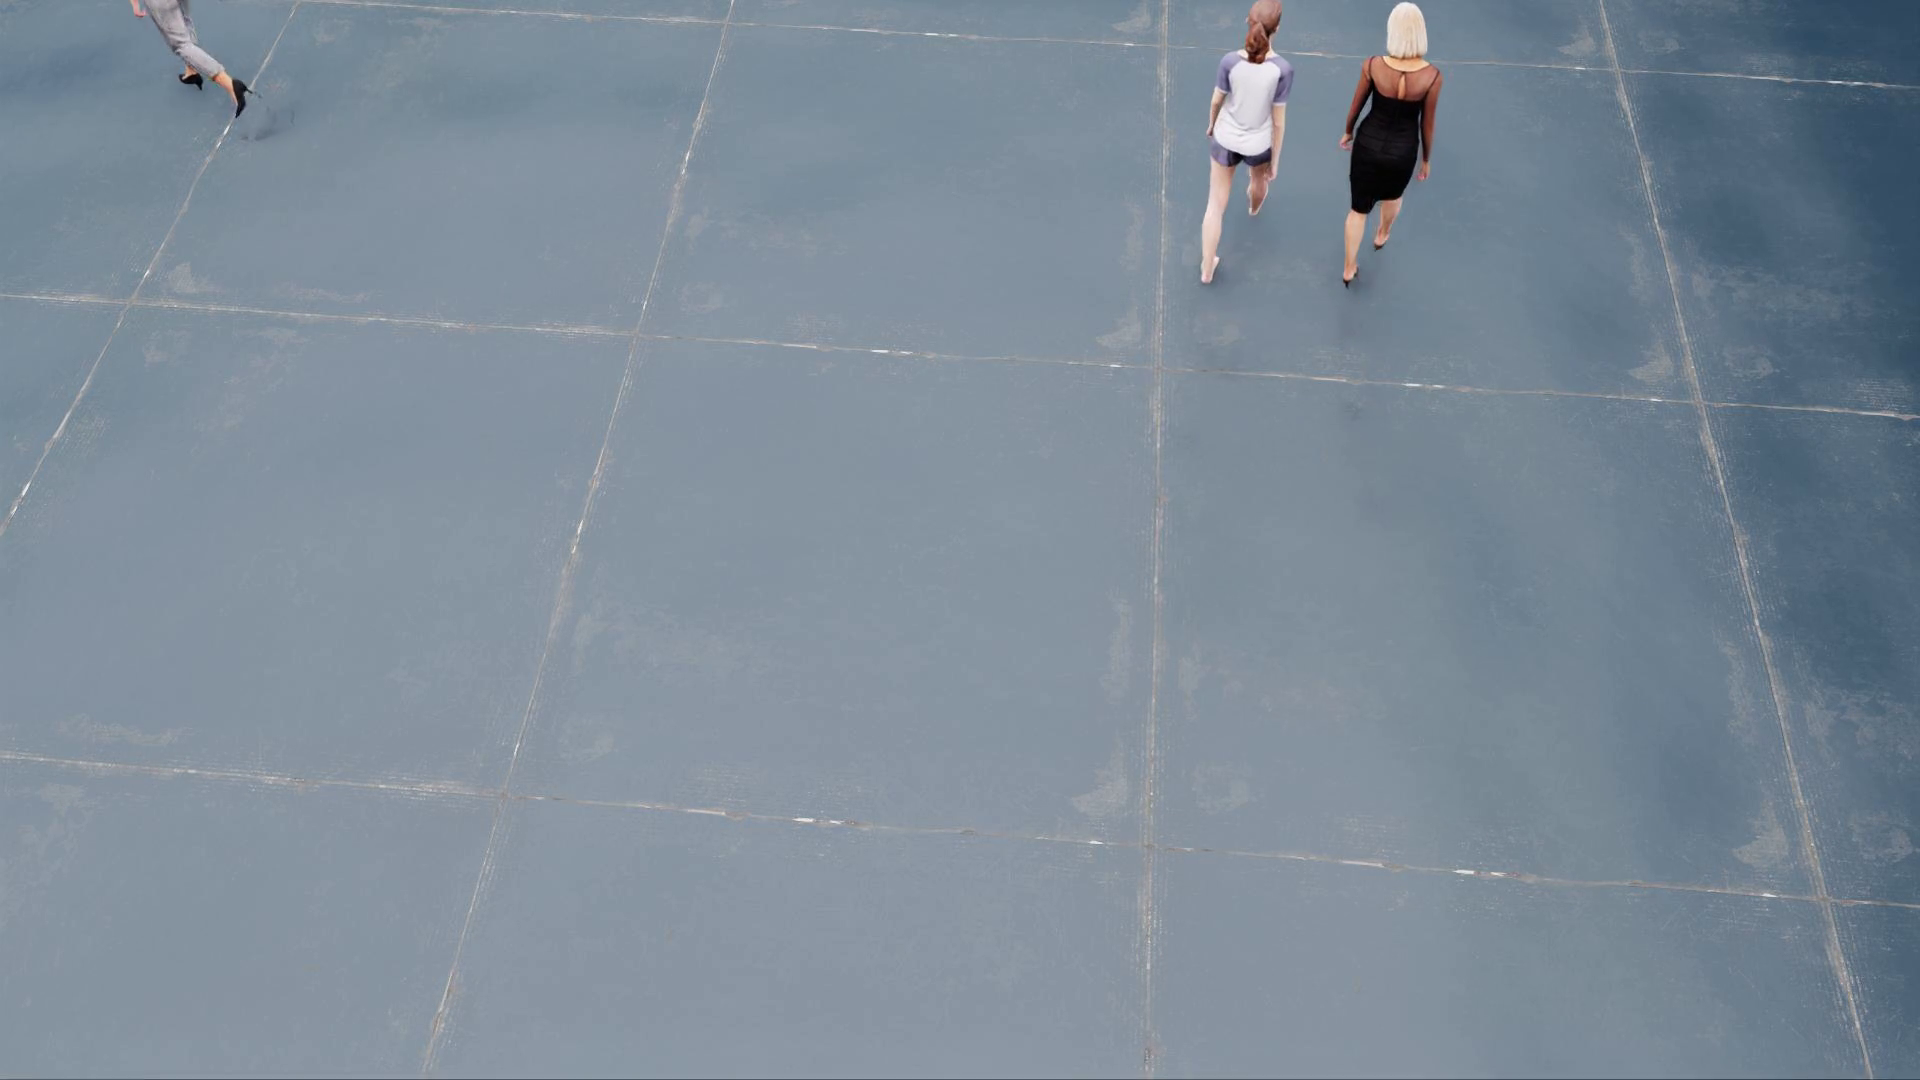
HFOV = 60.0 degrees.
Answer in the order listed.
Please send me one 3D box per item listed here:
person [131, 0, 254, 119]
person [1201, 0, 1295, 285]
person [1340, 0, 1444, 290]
[{"bbox_3d":[-4.804,-3.361,10.199,1.165,1.641,0.932,22,55,16],"label":"person"},{"bbox_3d":[1.547,-2.138,9.192,1.036,1.734,0.746,13,53,10],"label":"person"},{"bbox_3d":[2.321,-2.079,9.166,0.869,1.704,0.875,16,54,12],"label":"person"}]
